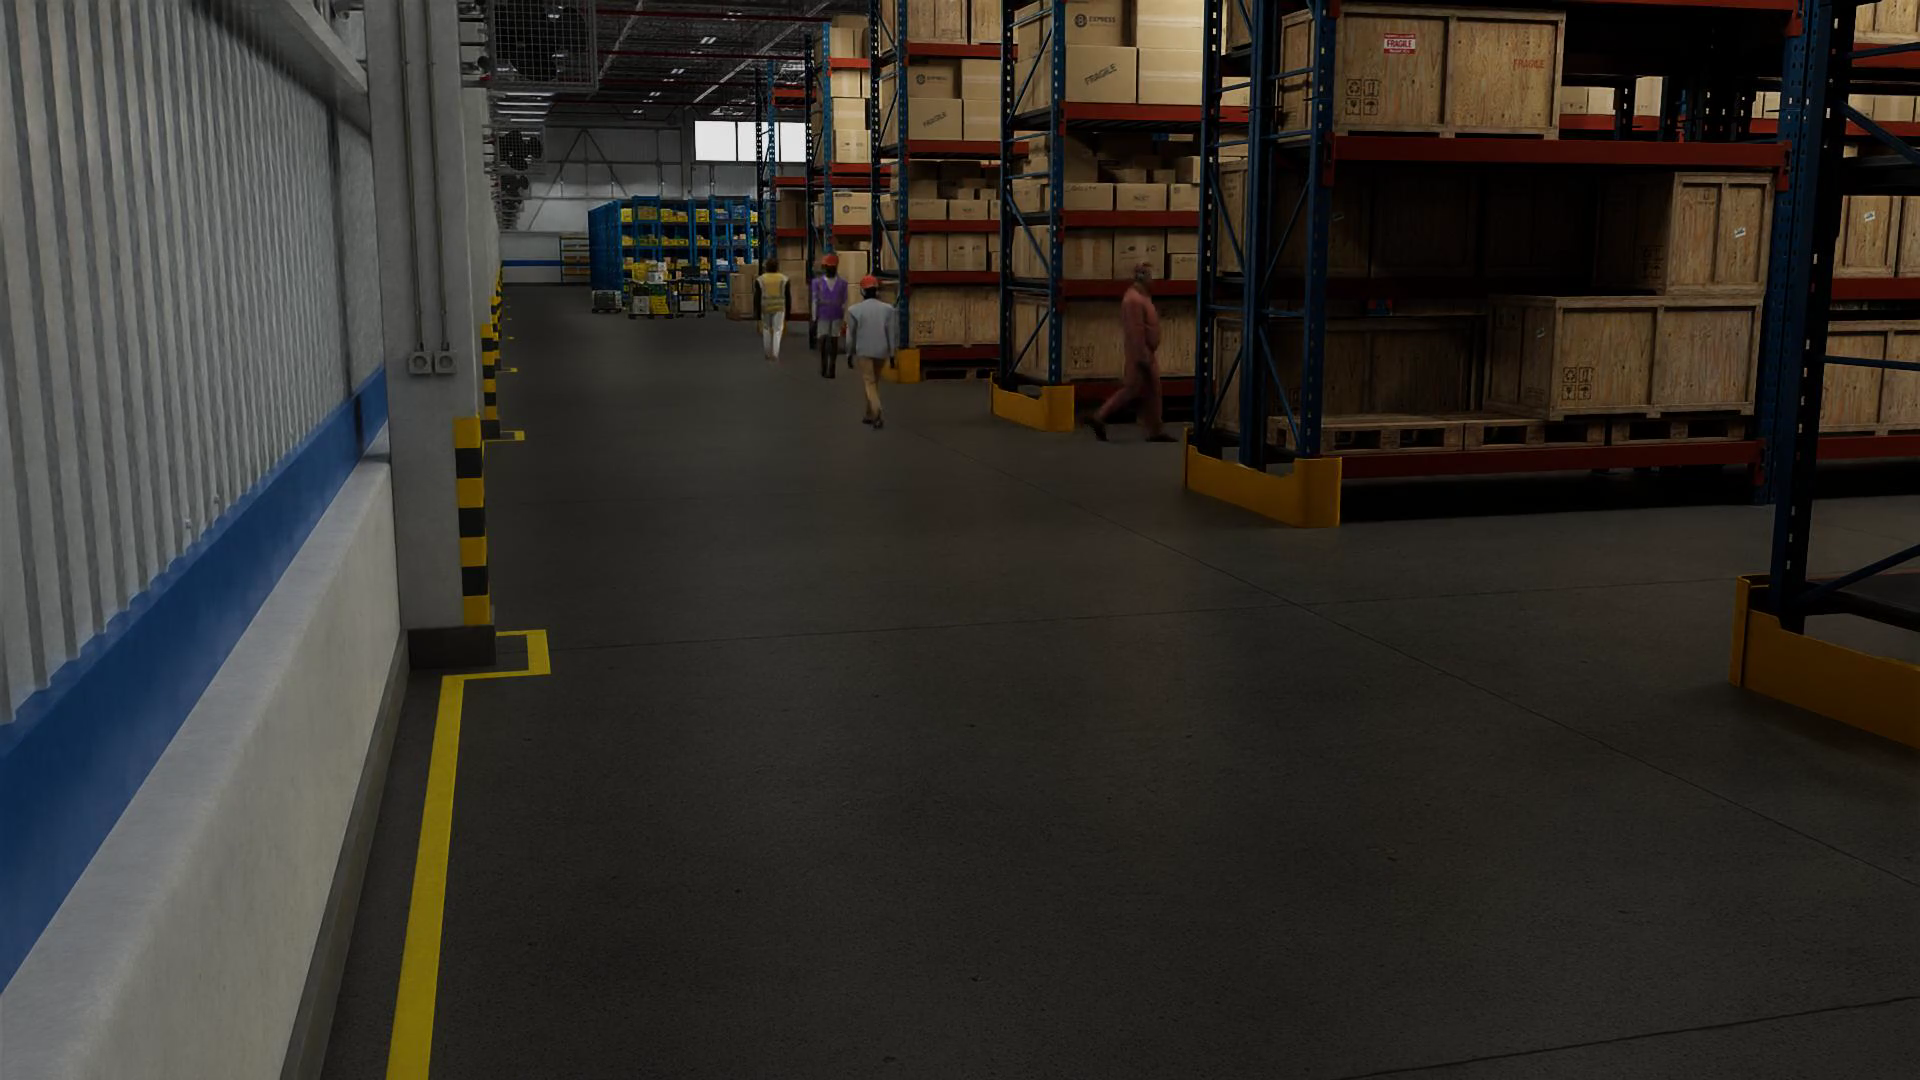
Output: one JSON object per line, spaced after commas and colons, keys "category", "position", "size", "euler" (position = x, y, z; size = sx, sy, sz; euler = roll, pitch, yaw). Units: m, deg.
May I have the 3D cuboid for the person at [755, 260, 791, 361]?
{"category": "person", "position": [-3.307, -4.061, 29.481], "size": [0.635, 1.794, 0.984], "euler": [-1, 10, -8]}

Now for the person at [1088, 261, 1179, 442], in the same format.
{"category": "person", "position": [1.811, -1.939, 17.200], "size": [0.863, 1.881, 0.647], "euler": [4, 11, 20]}

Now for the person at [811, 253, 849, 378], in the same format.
{"category": "person", "position": [-1.970, -3.407, 25.386], "size": [0.588, 1.915, 0.612], "euler": [-2, 10, -12]}

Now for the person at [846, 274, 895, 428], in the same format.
{"category": "person", "position": [-0.982, -2.120, 18.659], "size": [0.570, 1.727, 0.756], "euler": [-5, 11, -24]}
